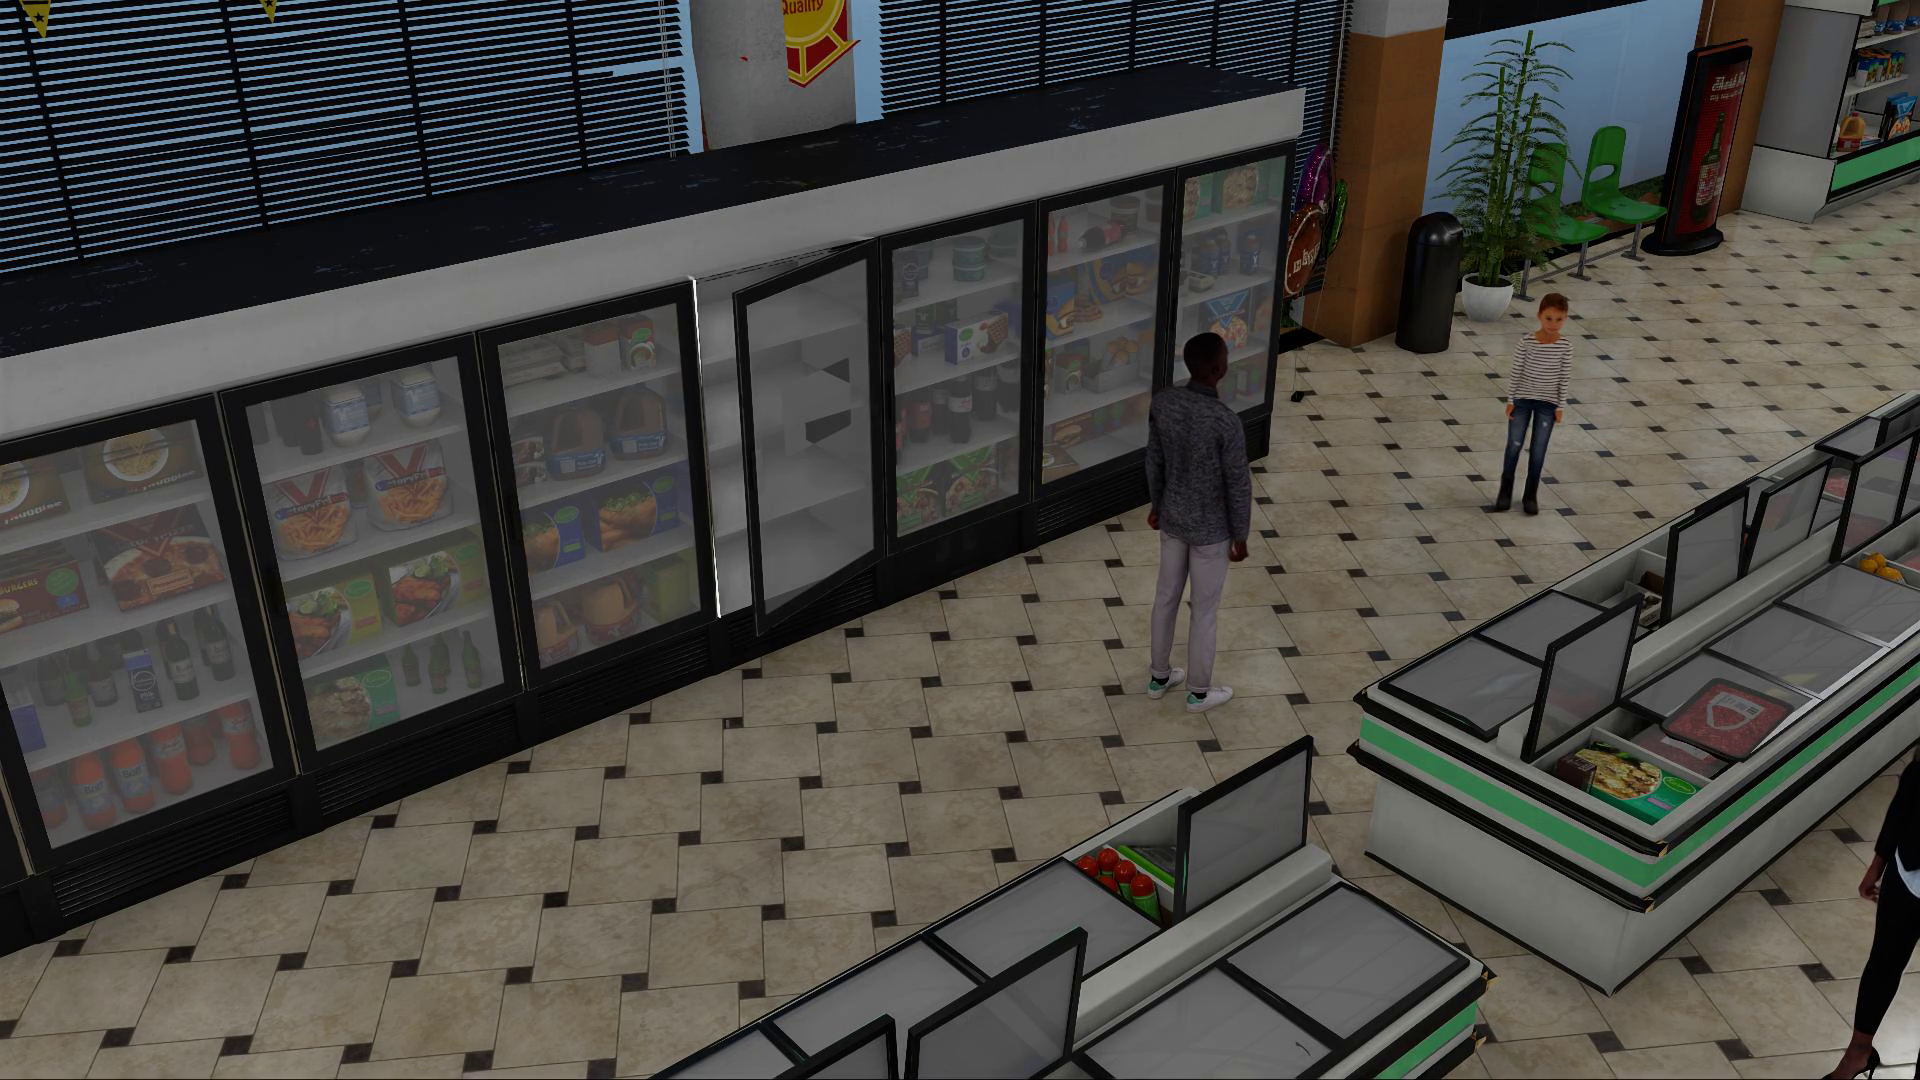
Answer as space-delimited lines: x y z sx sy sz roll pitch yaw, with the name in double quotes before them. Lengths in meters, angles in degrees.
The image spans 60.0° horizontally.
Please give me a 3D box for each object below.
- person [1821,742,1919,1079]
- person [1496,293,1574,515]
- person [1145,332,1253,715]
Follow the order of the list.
"person" 3.080 1.127 5.217 0.627 1.834 0.670 -11 29 -20
"person" 3.313 -0.791 9.576 0.560 1.313 0.610 7 28 14
"person" 1.062 -0.073 7.578 0.714 1.839 0.579 23 35 38
